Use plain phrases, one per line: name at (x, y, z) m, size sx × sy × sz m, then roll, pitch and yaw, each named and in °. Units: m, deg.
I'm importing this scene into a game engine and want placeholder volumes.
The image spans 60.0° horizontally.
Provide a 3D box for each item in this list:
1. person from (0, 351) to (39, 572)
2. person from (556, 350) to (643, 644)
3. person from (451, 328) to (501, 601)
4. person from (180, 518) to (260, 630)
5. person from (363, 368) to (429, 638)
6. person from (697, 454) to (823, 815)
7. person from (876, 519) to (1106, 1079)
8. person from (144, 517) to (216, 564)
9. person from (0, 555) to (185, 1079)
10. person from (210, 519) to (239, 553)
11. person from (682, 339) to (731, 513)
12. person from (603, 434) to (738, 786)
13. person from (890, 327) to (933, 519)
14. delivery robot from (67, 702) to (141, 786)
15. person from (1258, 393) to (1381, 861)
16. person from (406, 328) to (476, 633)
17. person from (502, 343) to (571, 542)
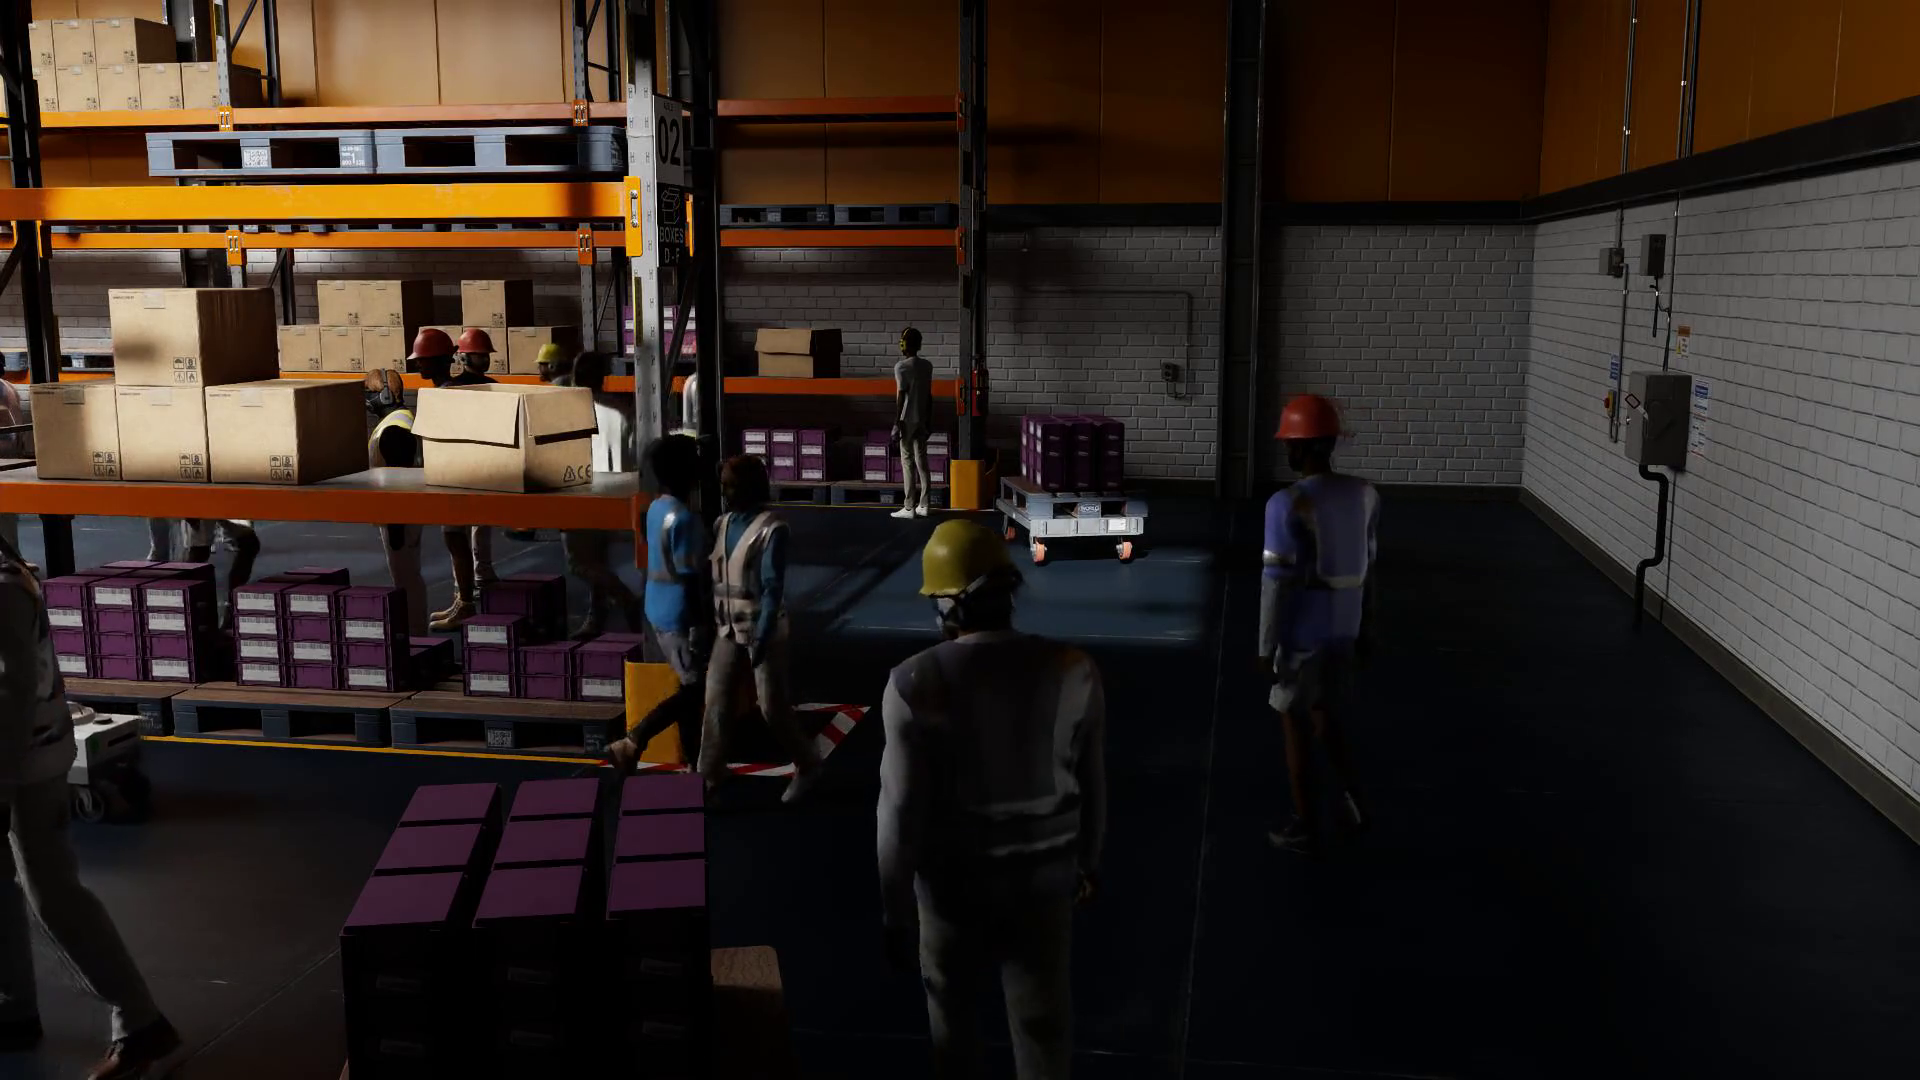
person at (-7.618, -0.621, 13.148) m, size 0.429 × 1.846 × 0.626 m, roll 1°, pitch 9°, yaw 9°
person at (-2.242, -0.235, 10.524) m, size 0.719 × 1.920 × 0.640 m, roll 5°, pitch 10°, yaw 27°
person at (-3.569, -0.563, 12.319) m, size 0.389 × 1.996 × 0.612 m, roll 4°, pitch 10°, yaw 22°
person at (-4.757, -0.311, 10.671) m, size 0.664 × 2.017 × 0.653 m, roll 2°, pitch 9°, yaw 10°
person at (-3.451, -0.132, 10.171) m, size 0.430 × 1.835 × 0.621 m, roll -3°, pitch 10°, yaw -20°
person at (-0.934, 0.419, 7.394) m, size 0.519 × 1.609 × 0.739 m, roll 8°, pitch 12°, yaw 42°
person at (0.068, 0.835, 4.278) m, size 0.633 × 1.787 × 0.819 m, roll -2°, pitch 9°, yaw -13°
person at (-6.381, -0.679, 13.323) m, size 0.584 × 1.904 × 0.703 m, roll -5°, pitch 10°, yaw -29°
person at (-2.771, 0.698, 4.946) m, size 0.545 × 1.857 × 0.805 m, roll -9°, pitch 13°, yaw -44°
person at (-6.321, -0.743, 14.193) m, size 0.403 × 1.749 × 0.542 m, roll 7°, pitch 12°, yaw 38°
person at (-1.957, -0.725, 13.597) m, size 0.841 × 1.908 × 0.560 m, roll -2°, pitch 9°, yaw -12°
person at (-1.327, 0.350, 7.600) m, size 0.570 × 1.680 × 0.544 m, roll -4°, pitch 10°, yaw -24°
person at (-0.481, -1.144, 16.310) m, size 0.313 × 1.869 × 0.538 m, roll 8°, pitch 12°, yaw 41°
delivery robot at (-4.042, 0.897, 7.425) m, size 0.707 × 0.478 × 0.477 m, roll 2°, pitch 9°, yaw 11°
person at (1.441, 0.364, 6.792) m, size 0.575 × 1.919 × 0.422 m, roll -5°, pitch 10°, yaw -29°
person at (-3.471, -0.399, 11.187) m, size 0.406 × 2.034 × 0.608 m, roll -2°, pitch 9°, yaw -14°
person at (-3.568, -0.846, 14.758) m, size 0.949 × 1.787 × 0.591 m, roll -3°, pitch 10°, yaw -16°
